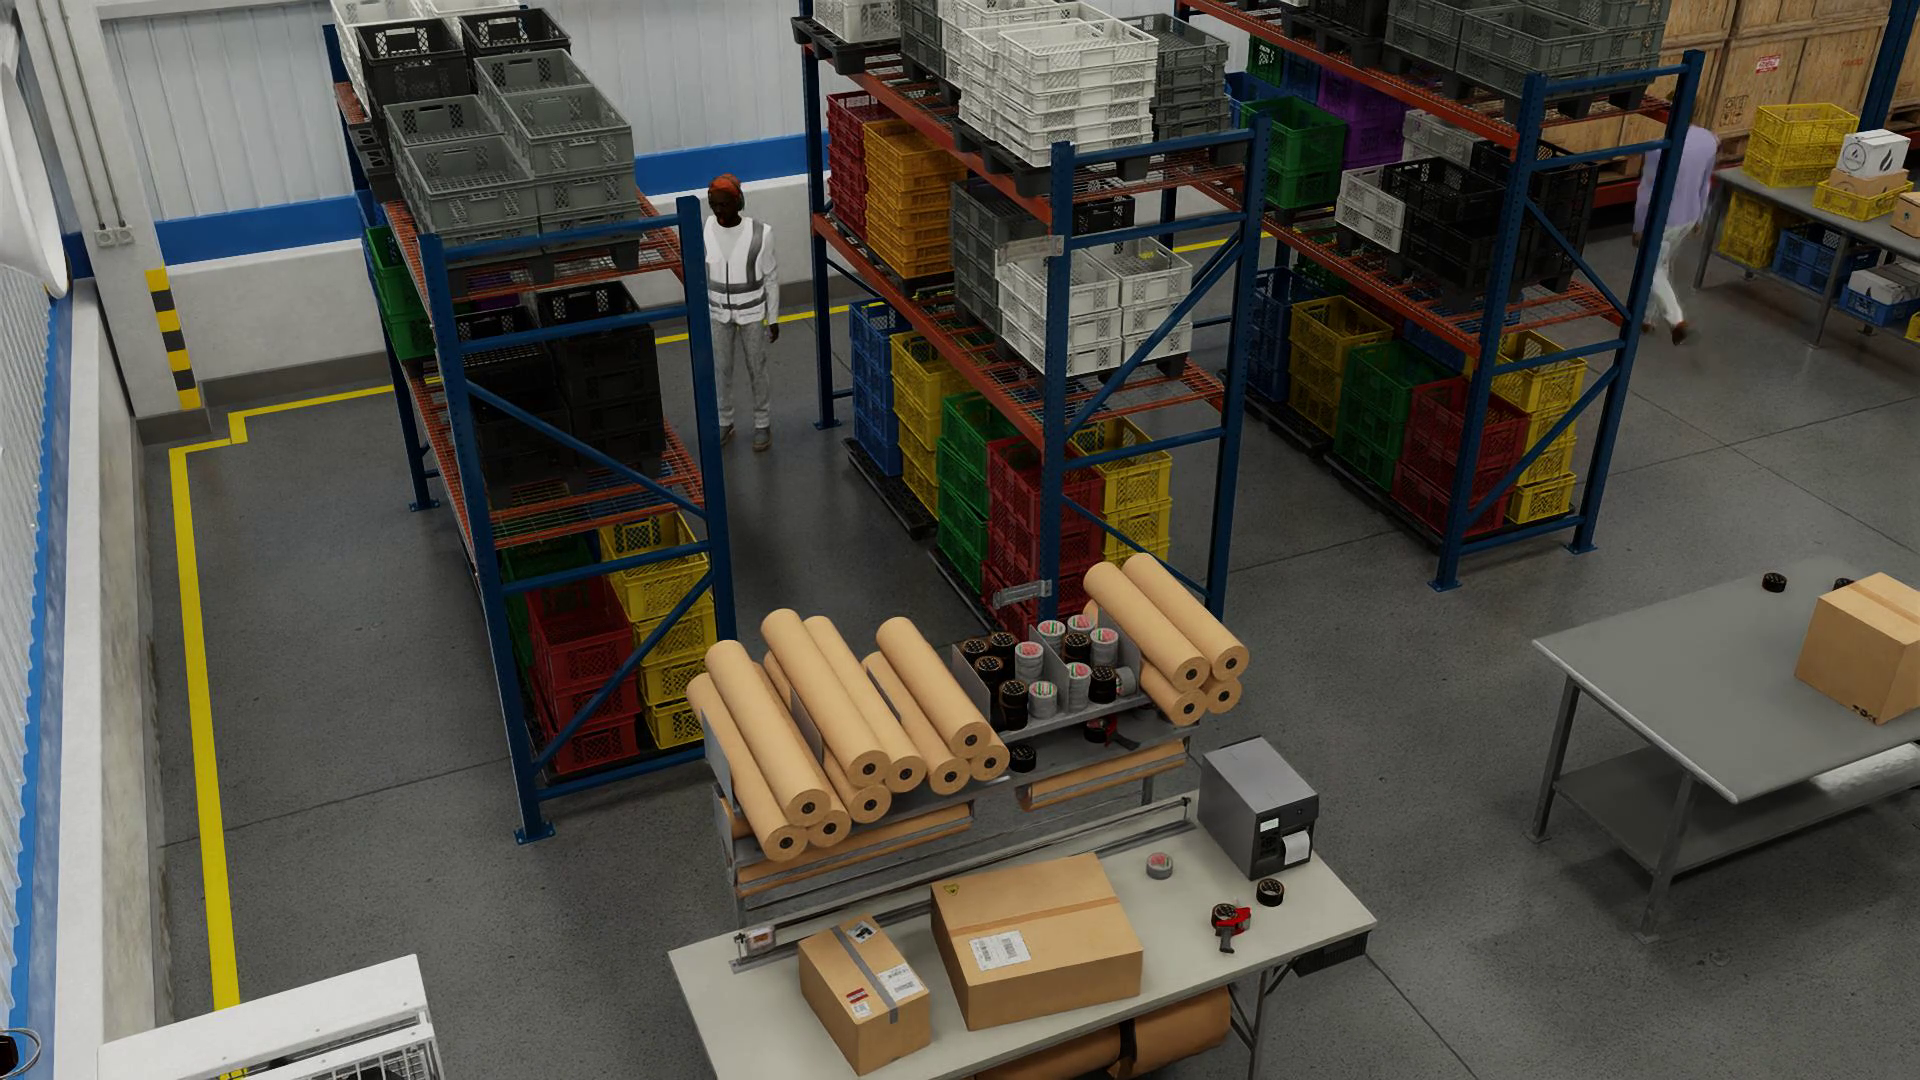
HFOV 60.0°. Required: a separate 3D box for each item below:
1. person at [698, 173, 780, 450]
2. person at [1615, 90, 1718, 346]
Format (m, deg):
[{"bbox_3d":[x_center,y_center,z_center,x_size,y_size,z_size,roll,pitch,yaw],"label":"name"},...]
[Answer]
[{"bbox_3d":[-1.454,-1.467,10.801,0.579,1.880,0.342,4,32,7],"label":"person"},{"bbox_3d":[5.240,-2.314,12.158,0.671,1.908,0.720,-15,35,-23],"label":"person"}]
